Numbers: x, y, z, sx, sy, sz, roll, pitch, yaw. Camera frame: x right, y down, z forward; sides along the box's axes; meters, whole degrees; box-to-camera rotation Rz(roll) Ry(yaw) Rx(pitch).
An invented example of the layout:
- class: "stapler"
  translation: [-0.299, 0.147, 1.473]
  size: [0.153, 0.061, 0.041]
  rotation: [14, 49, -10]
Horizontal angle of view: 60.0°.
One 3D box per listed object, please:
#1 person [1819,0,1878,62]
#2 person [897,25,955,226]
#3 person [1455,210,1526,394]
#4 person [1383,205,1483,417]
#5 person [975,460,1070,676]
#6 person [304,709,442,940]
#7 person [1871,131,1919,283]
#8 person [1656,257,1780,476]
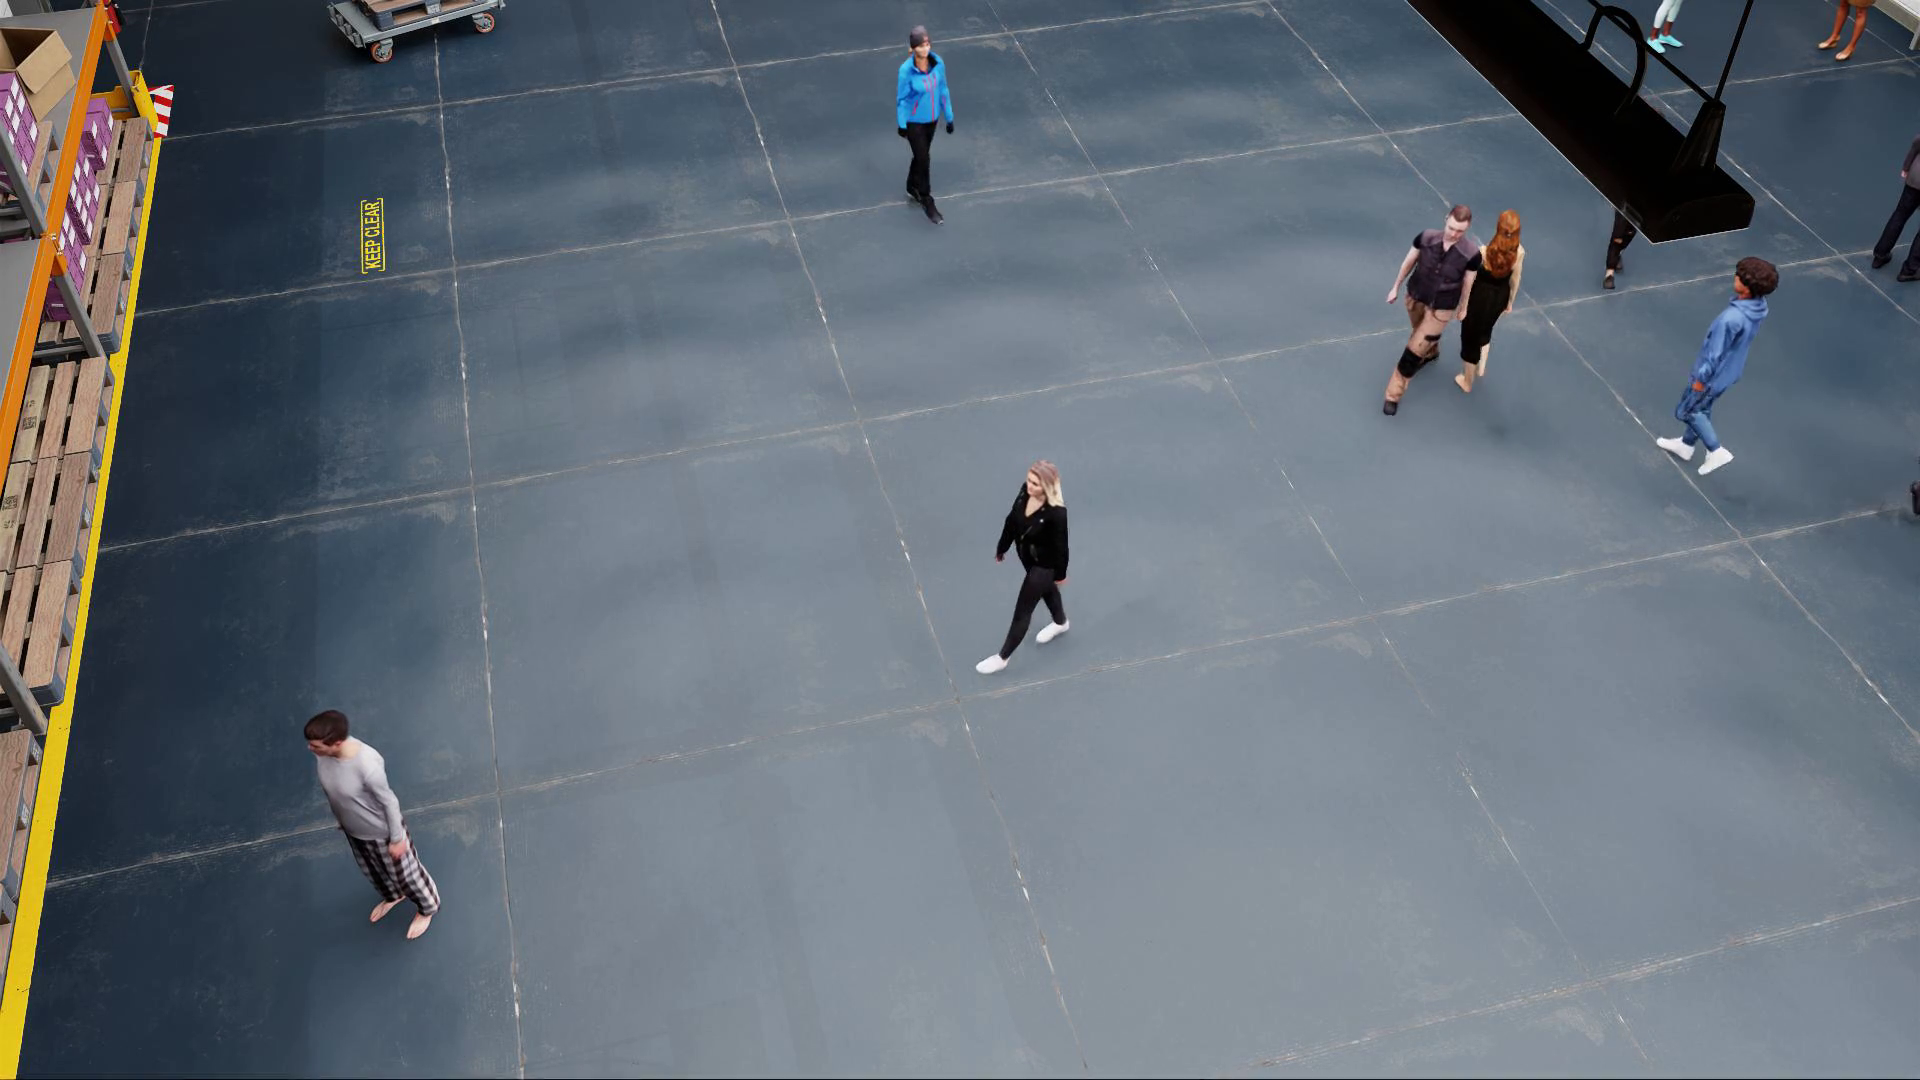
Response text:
- class: "person"
  translation: [9.229, -5.734, 16.966]
  size: [0.630, 1.684, 0.490]
  rotation: [-14, 45, -14]
- class: "person"
  translation: [-0.386, -3.777, 14.846]
  size: [0.821, 1.775, 1.052]
  rotation: [-26, 49, -25]
- class: "person"
  translation: [4.105, -1.791, 12.877]
  size: [0.581, 1.615, 0.628]
  rotation: [-8, 44, -8]
- class: "person"
  translation: [3.689, -1.880, 12.848]
  size: [1.256, 1.785, 1.233]
  rotation: [32, 52, 29]
- class: "person"
  translation: [0.590, 0.095, 10.871]
  size: [0.870, 1.653, 1.061]
  rotation: [-22, 48, -22]
- class: "person"
  translation: [-3.256, 1.549, 9.204]
  size: [0.702, 1.847, 0.759]
  rotation: [20, 47, 20]
- class: "person"
  translation: [8.232, -3.054, 14.041]
  size: [0.858, 1.839, 0.665]
  rotation: [-26, 49, -25]
- class: "person"
  translation: [5.614, -1.230, 12.154]
  size: [0.887, 1.801, 0.974]
  rotation: [-33, 53, -30]
